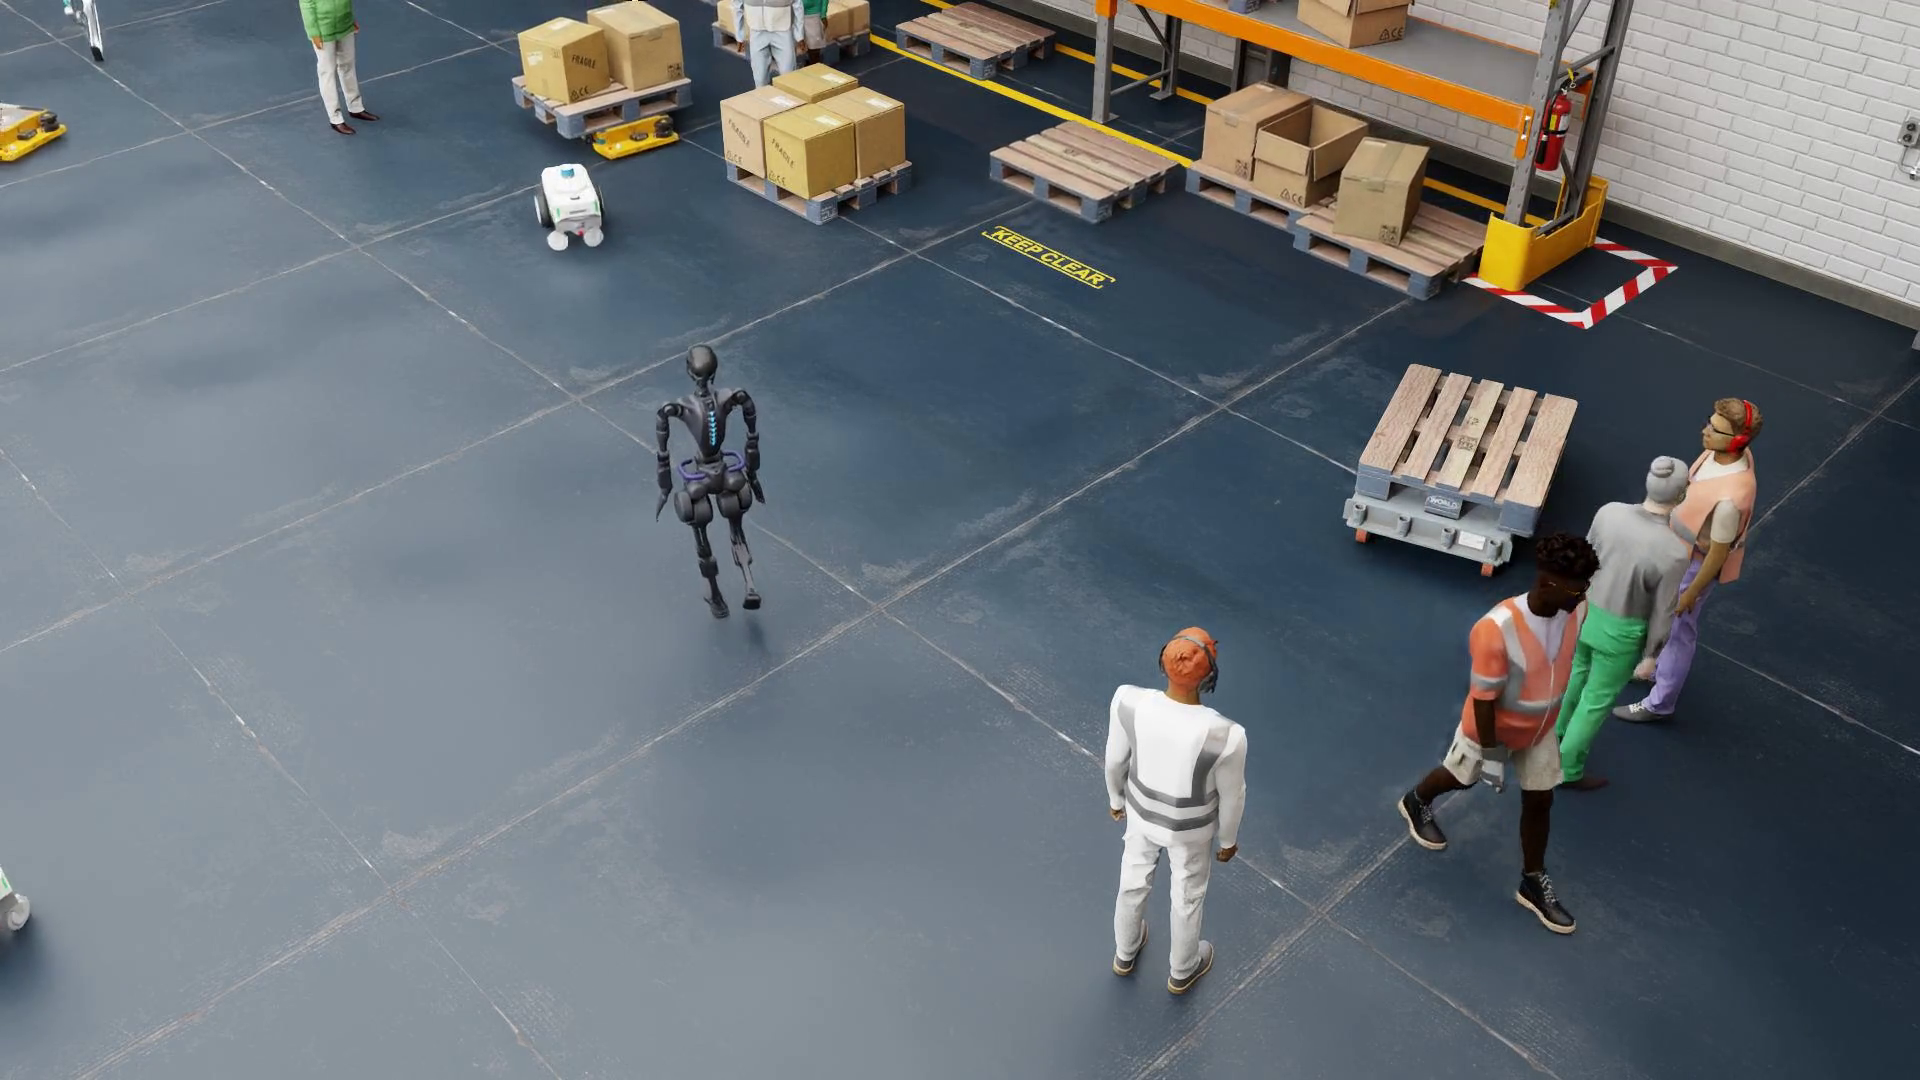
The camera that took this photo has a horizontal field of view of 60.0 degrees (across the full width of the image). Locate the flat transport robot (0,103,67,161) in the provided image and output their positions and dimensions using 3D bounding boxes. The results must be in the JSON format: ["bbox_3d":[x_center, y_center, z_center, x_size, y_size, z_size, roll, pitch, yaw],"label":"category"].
[{"bbox_3d":[-8.457,-3.512,14.183,1.431,0.231,0.659,10,38,13],"label":"flat transport robot"}]

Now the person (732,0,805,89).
[{"bbox_3d":[-1.574,-4.204,13.744,0.595,1.908,0.408,2,37,3],"label":"person"}]

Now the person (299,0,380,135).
[{"bbox_3d":[-5.303,-4.351,14.040,0.388,1.782,0.539,16,40,20],"label":"person"}]

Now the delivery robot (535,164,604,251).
[{"bbox_3d":[-2.986,-2.588,12.726,0.523,0.600,0.771,-12,39,-16],"label":"delivery robot"}]

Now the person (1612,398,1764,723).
[{"bbox_3d":[3.561,0.112,8.073,0.386,1.849,0.567,9,38,12],"label":"person"}]

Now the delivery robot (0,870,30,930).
[{"bbox_3d":[-4.502,1.524,7.283,0.772,0.601,0.525,18,41,22],"label":"delivery robot"}]

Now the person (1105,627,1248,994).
[{"bbox_3d":[0.860,1.112,6.723,0.575,1.882,0.355,17,40,21],"label":"person"}]

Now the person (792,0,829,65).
[{"bbox_3d":[-1.368,-4.518,14.203,0.509,1.848,0.383,-2,37,-3],"label":"person"}]

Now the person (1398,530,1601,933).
[{"bbox_3d":[2.381,0.763,7.157,0.597,1.912,0.963,-14,39,-18],"label":"person"}]

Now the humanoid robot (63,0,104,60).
[{"bbox_3d":[-8.244,-5.365,15.446,0.549,1.800,0.914,-13,39,-17],"label":"humanoid robot"}]

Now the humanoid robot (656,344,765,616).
[{"bbox_3d":[-1.299,-0.261,8.717,0.589,1.646,0.436,-15,40,-19],"label":"humanoid robot"}]

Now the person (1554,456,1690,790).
[{"bbox_3d":[3.076,0.371,7.763,0.576,1.819,0.554,-21,42,-26],"label":"person"}]

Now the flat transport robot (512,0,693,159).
[{"bbox_3d":[-3.079,-3.681,14.407,0.659,0.231,1.431,-25,44,-29],"label":"flat transport robot"}]
